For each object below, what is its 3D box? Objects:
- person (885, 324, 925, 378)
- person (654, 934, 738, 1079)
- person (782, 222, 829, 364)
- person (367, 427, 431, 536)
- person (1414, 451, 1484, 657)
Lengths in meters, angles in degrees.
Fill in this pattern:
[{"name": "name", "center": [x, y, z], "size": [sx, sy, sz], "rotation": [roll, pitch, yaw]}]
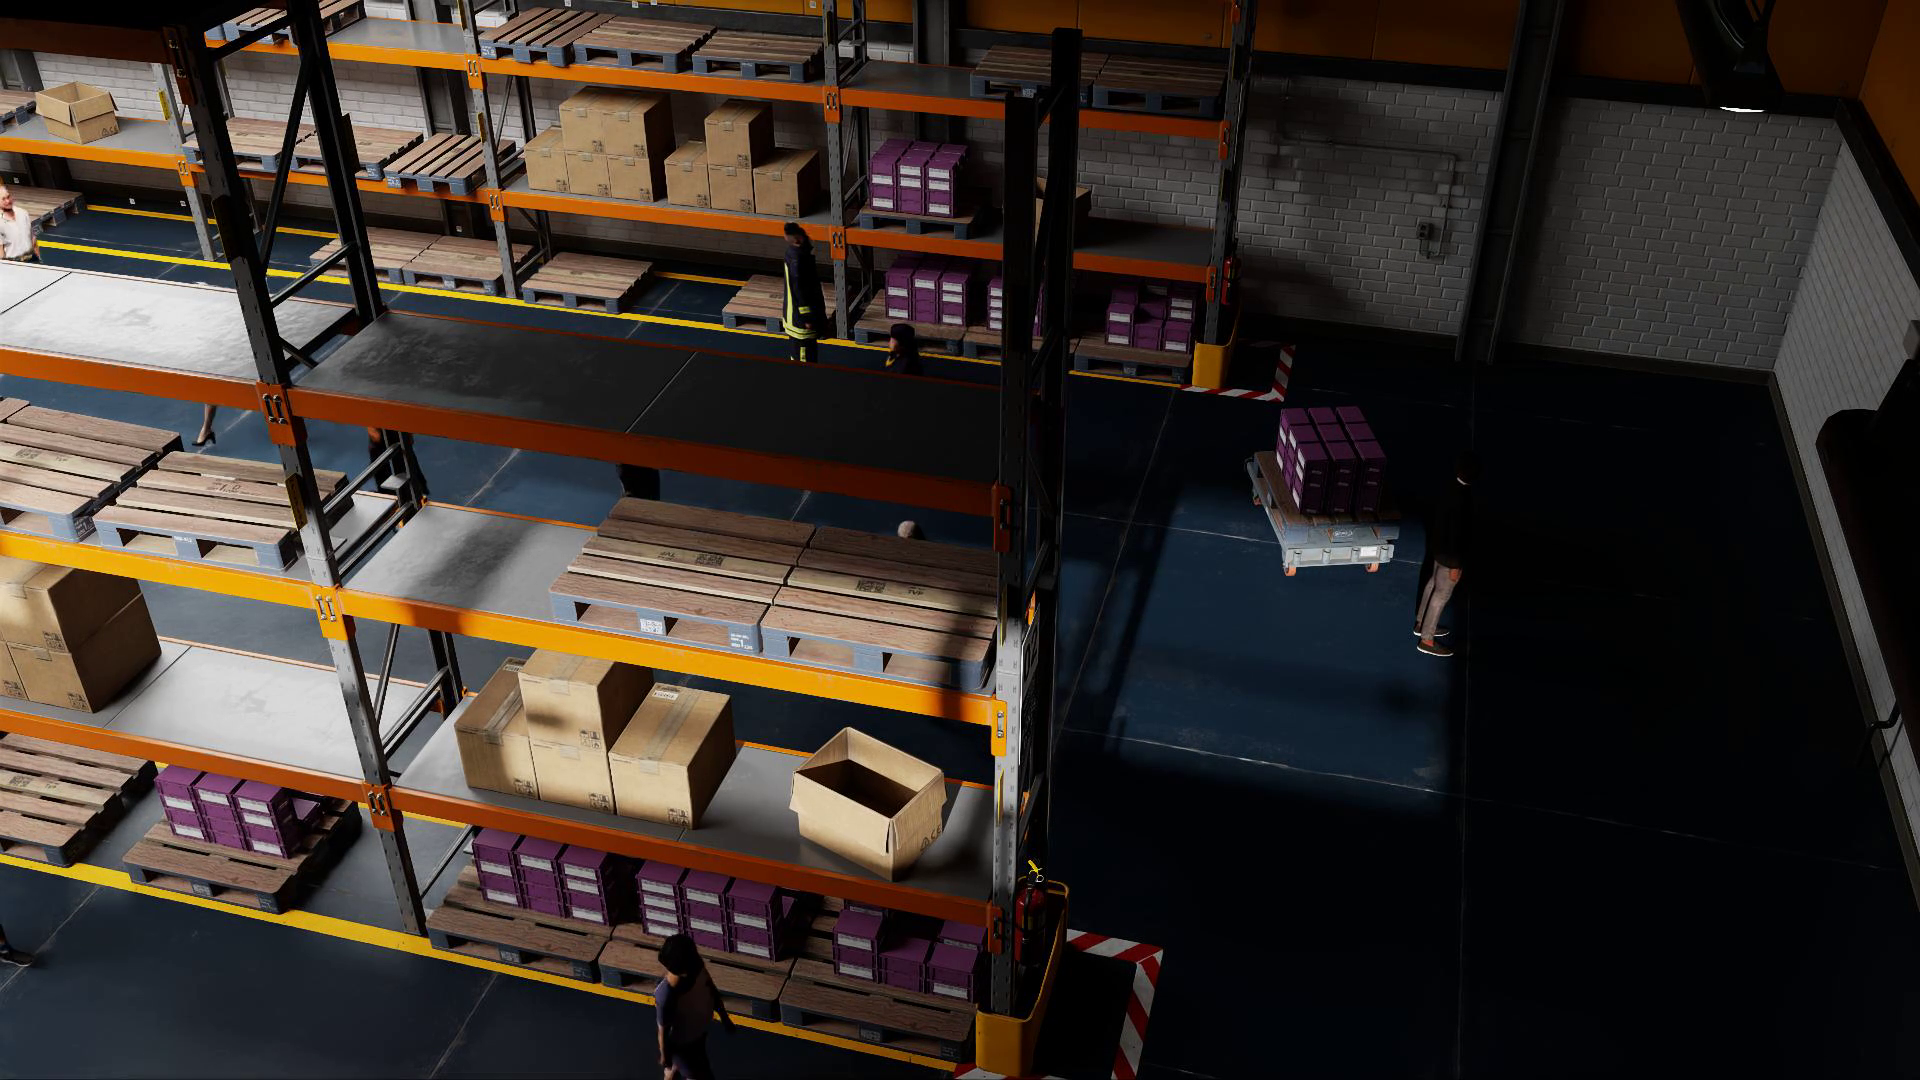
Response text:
[{"name": "person", "center": [-0.413, -1.189, 15.227], "size": [1.151, 1.641, 0.987], "rotation": [-6, 34, -9]}, {"name": "person", "center": [-1.603, 2.763, 9.382], "size": [0.962, 1.530, 0.588], "rotation": [10, 35, 15]}, {"name": "person", "center": [-1.590, -2.349, 16.781], "size": [0.866, 1.854, 0.865], "rotation": [-7, 34, -10]}, {"name": "person", "center": [-4.758, -0.416, 14.070], "size": [0.669, 1.634, 0.676], "rotation": [14, 36, 20]}, {"name": "person", "center": [3.874, 0.083, 13.171], "size": [0.569, 1.799, 0.681], "rotation": [5, 34, 7]}]
